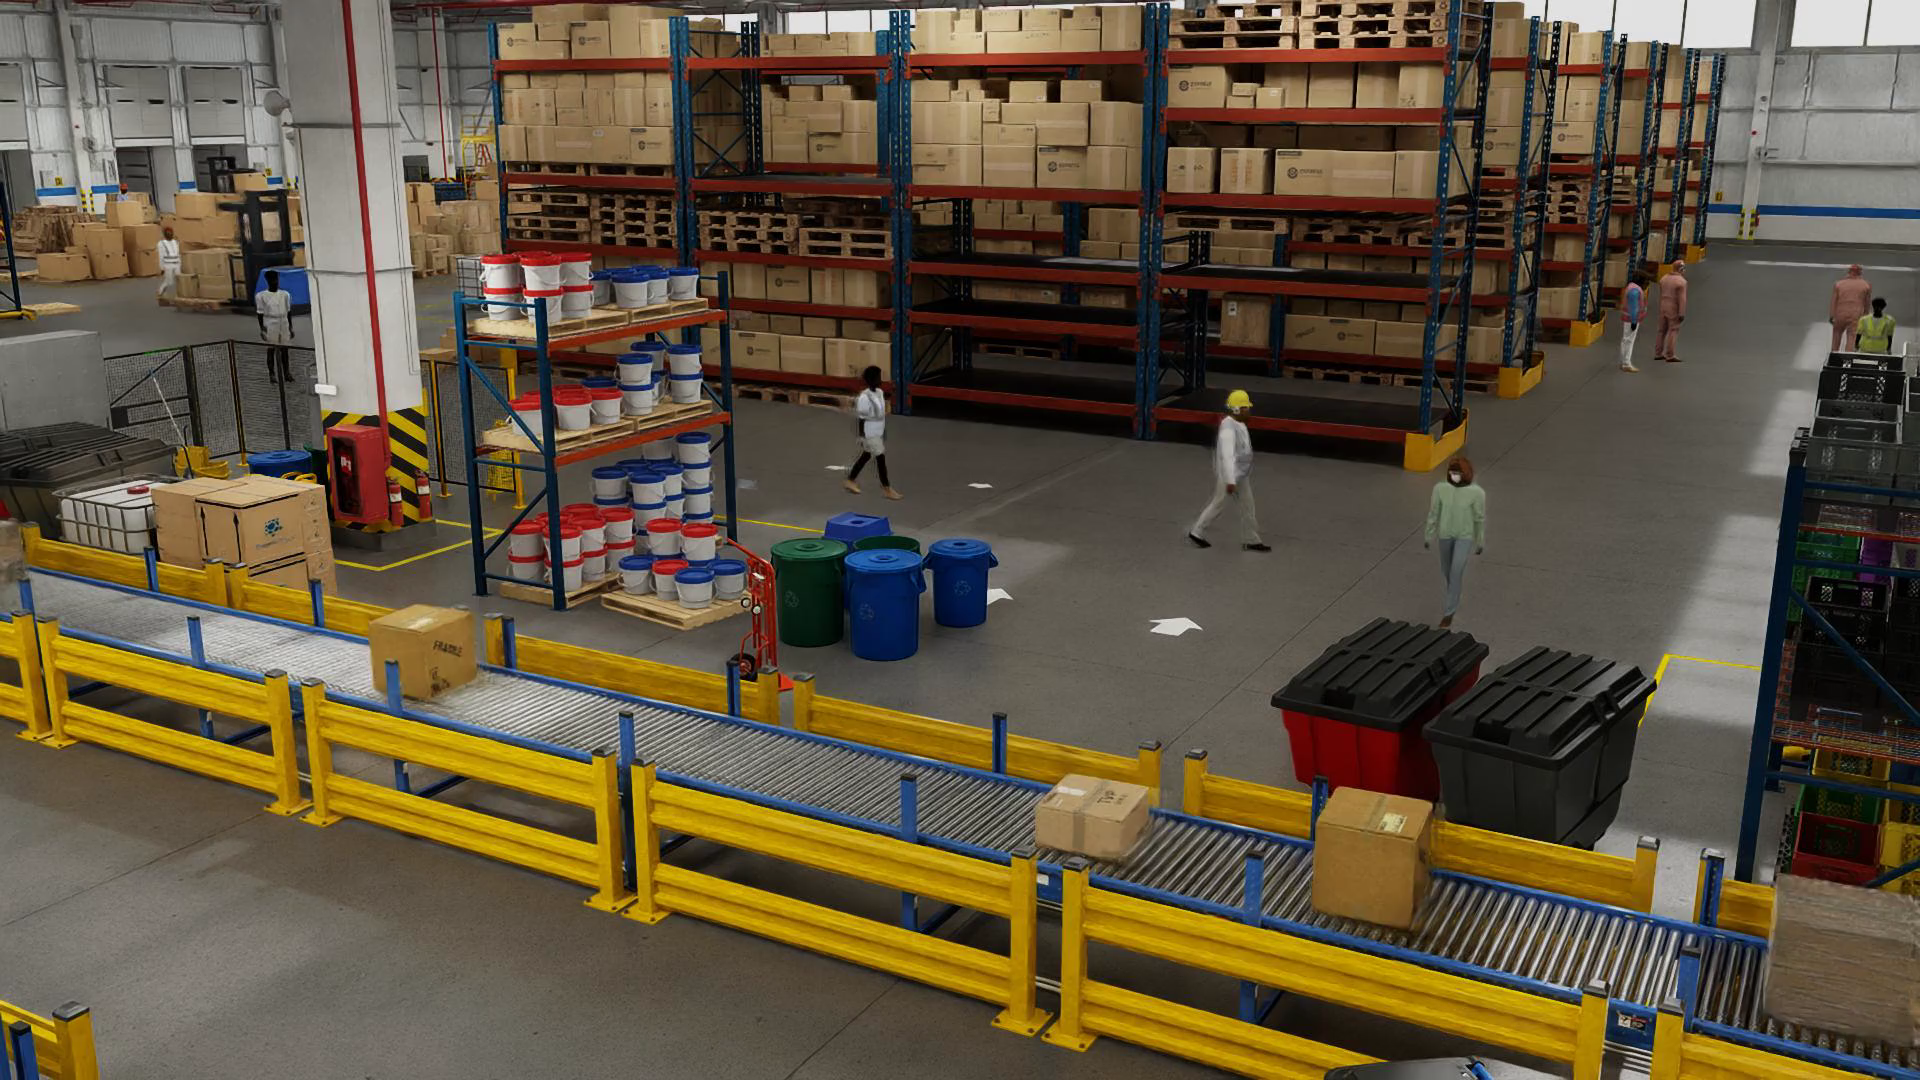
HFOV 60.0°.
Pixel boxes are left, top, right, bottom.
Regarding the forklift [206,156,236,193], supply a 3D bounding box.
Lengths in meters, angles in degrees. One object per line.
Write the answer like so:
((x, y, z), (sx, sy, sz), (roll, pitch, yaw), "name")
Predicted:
((-25.681, -11.975, 58.117), (1.873, 2.768, 1.129), (8, 17, 28), "forklift")

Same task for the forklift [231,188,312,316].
((-15.496, -6.503, 37.546), (1.873, 2.768, 1.129), (8, 17, 28), "forklift")

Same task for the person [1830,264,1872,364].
((16.371, -4.141, 30.620), (0.660, 1.867, 0.950), (8, 17, 26), "person")

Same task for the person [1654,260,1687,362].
((13.314, -4.273, 31.050), (0.400, 1.902, 0.641), (-5, 16, -19), "person")

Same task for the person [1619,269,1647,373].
((12.118, -3.944, 29.932), (0.430, 1.837, 0.619), (5, 16, 17), "person")

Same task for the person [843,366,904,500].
((-1.103, -1.333, 20.456), (0.852, 1.655, 0.536), (5, 16, 19), "person")

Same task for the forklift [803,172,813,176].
((-5.638, -13.031, 62.087), (1.873, 2.768, 1.129), (-3, 15, -11), "forklift")

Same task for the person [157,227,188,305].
((-18.772, -6.498, 39.488), (0.742, 1.866, 0.582), (7, 17, 25), "person")

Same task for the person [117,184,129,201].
((-28.841, -11.335, 57.521), (0.363, 1.935, 0.551), (2, 15, 6), "person")

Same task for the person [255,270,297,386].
((-11.746, -3.652, 28.579), (0.362, 1.966, 0.611), (13, 20, 40), "person")

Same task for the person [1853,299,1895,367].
((14.905, -3.119, 27.177), (0.547, 1.640, 0.882), (10, 18, 34), "person")

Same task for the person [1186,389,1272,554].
((2.918, -0.747, 17.985), (0.919, 1.794, 0.599), (7, 16, 24), "person")

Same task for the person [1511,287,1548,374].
((10.223, -3.816, 29.925), (0.851, 1.592, 0.516), (12, 19, 39), "person")

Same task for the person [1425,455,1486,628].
((4.677, -0.034, 15.681), (0.513, 1.600, 0.818), (9, 18, 32), "person")

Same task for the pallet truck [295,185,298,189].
((-26.804, -14.617, 69.738), (1.885, 1.965, 0.823), (-14, 20, -42), "pallet truck")
